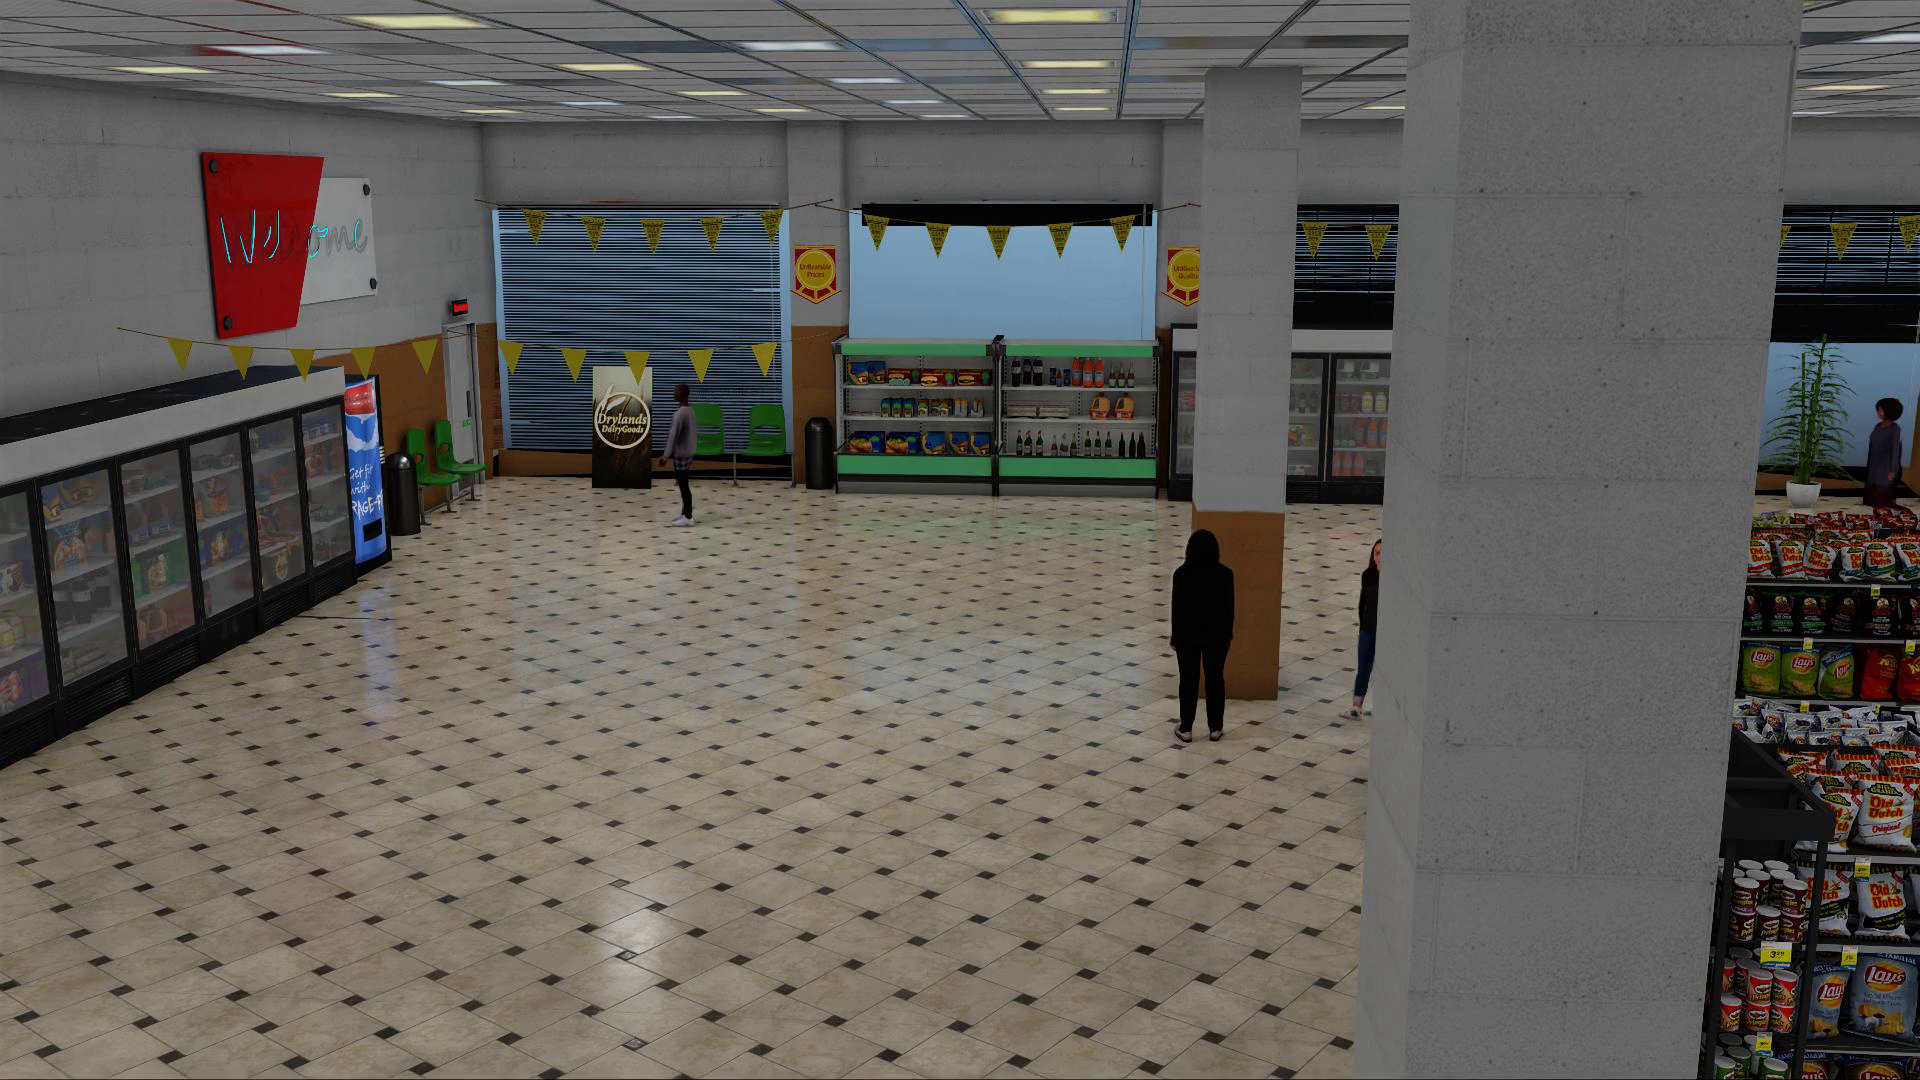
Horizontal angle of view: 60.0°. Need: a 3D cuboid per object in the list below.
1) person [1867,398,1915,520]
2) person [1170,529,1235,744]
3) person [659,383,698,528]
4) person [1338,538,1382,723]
[{"bbox_3d":[10.937,-0.816,19.551,0.941,1.693,0.677,-1,12,-5],"label":"person"},{"bbox_3d":[1.813,0.714,12.470,0.595,1.616,0.731,-1,12,-3],"label":"person"},{"bbox_3d":[-3.335,-1.034,20.411,0.638,1.765,0.636,2,12,9],"label":"person"},{"bbox_3d":[3.317,0.689,12.983,0.904,1.454,0.894,9,15,36],"label":"person"}]
